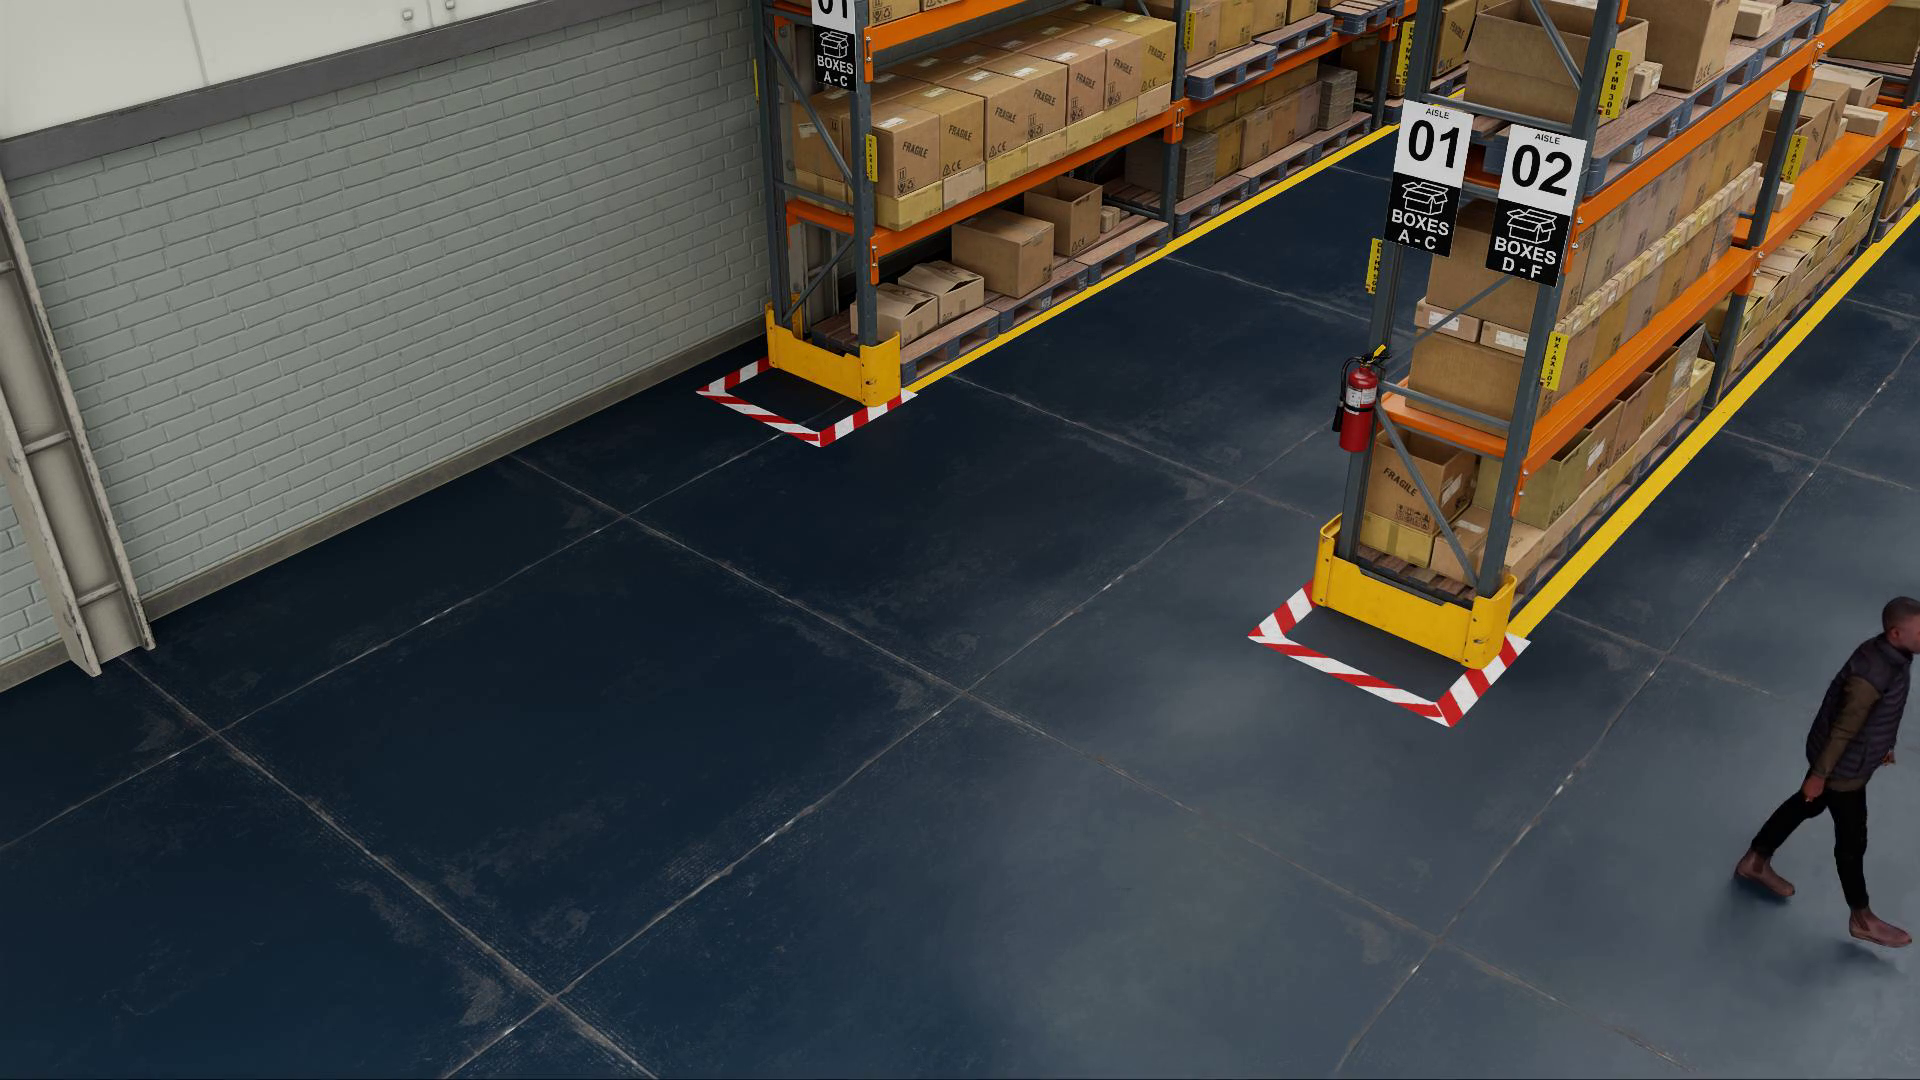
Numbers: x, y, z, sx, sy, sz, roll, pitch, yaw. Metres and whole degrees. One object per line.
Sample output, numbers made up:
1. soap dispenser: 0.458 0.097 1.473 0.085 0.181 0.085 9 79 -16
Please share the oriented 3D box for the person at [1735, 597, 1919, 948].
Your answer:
1. person: 4.079 1.011 7.837 0.777 1.802 0.964 25 41 33
